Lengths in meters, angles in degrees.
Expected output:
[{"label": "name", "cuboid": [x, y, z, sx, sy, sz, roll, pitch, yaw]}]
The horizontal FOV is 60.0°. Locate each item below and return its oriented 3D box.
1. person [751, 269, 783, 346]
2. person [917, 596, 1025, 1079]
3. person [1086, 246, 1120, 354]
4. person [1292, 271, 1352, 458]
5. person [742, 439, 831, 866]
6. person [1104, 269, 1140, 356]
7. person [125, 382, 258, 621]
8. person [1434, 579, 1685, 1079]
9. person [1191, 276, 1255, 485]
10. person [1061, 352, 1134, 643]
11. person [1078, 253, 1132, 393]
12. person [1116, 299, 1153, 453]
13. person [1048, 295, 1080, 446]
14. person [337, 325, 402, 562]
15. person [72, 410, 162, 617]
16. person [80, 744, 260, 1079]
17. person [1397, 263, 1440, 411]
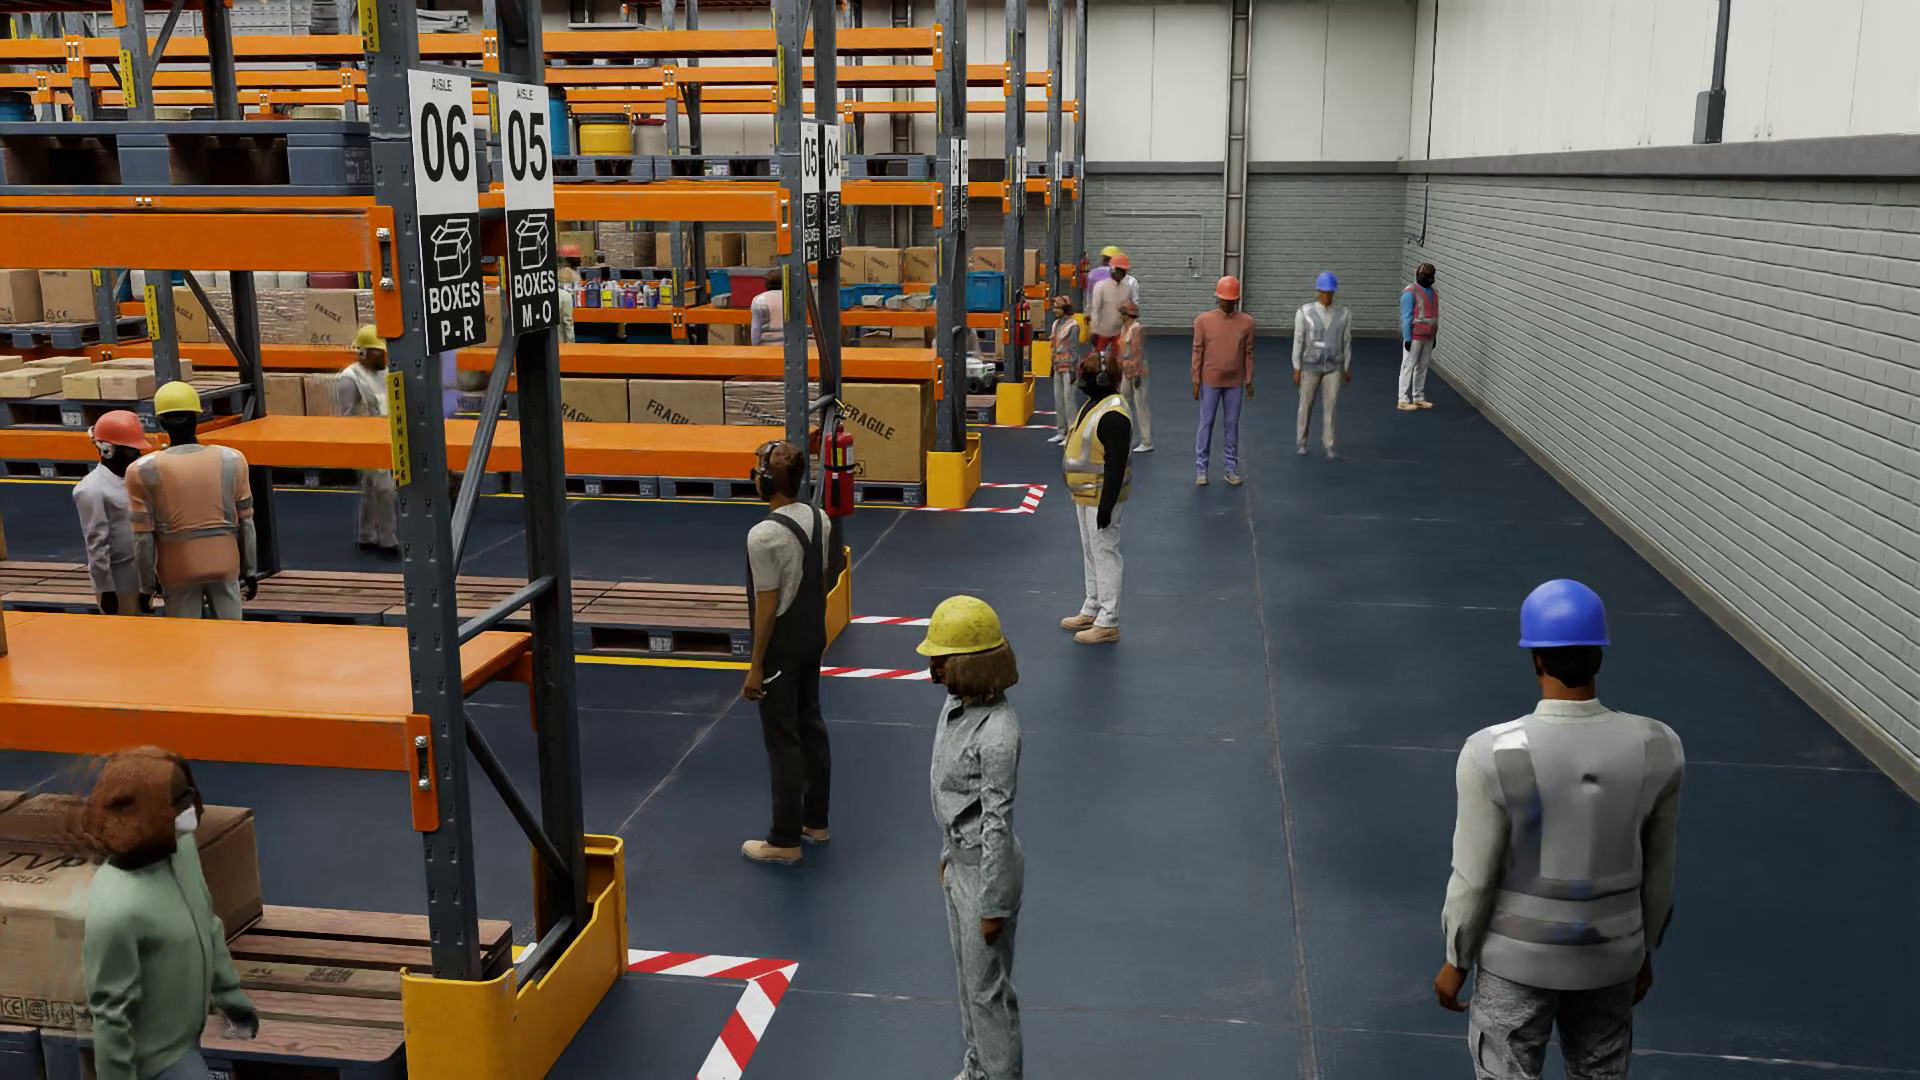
[{"label": "person", "cuboid": [-2.141, -2.227, 19.375, 0.625, 1.846, 0.429, -6, 14, -25]}, {"label": "person", "cuboid": [0.028, 1.009, 5.024, 0.319, 1.737, 0.486, -3, 13, -14]}, {"label": "person", "cuboid": [2.112, -3.306, 24.122, 0.665, 1.898, 0.457, 10, 16, 38]}, {"label": "person", "cuboid": [3.762, -1.813, 17.299, 0.614, 1.952, 0.404, 0, 12, 1]}, {"label": "person", "cuboid": [-0.749, 0.480, 7.149, 0.338, 1.845, 0.514, 7, 14, 27]}, {"label": "person", "cuboid": [2.200, -3.075, 23.225, 0.586, 1.834, 0.403, 8, 15, 31]}, {"label": "person", "cuboid": [-3.870, 0.159, 8.434, 0.584, 1.918, 0.381, -9, 16, -36]}, {"label": "person", "cuboid": [1.535, 1.059, 4.326, 0.604, 1.937, 0.403, -1, 13, -6]}, {"label": "person", "cuboid": [2.502, -1.508, 15.808, 0.611, 1.985, 0.393, -1, 13, -5]}, {"label": "person", "cuboid": [0.866, -0.273, 10.560, 0.429, 1.844, 0.626, -2, 13, -10]}, {"label": "person", "cuboid": [1.850, -2.711, 21.326, 0.638, 1.957, 0.906, -8, 15, -31]}, {"label": "person", "cuboid": [1.862, -1.750, 17.708, 0.359, 1.623, 0.576, -4, 13, -16]}, {"label": "person", "cuboid": [1.152, -1.851, 18.163, 0.315, 1.631, 0.519, -6, 14, -24]}, {"label": "person", "cuboid": [-4.419, -0.745, 12.780, 0.724, 1.805, 0.615, 2, 13, 10]}, {"label": "person", "cuboid": [-4.334, 0.189, 8.686, 0.335, 1.746, 0.562, 0, 12, -1]}, {"label": "person", "cuboid": [-2.036, 1.264, 4.166, 0.820, 1.597, 0.506, -2, 13, -8]}, {"label": "person", "cuboid": [5.765, -2.541, 20.832, 0.624, 1.835, 0.431, -10, 16, -38]}]
